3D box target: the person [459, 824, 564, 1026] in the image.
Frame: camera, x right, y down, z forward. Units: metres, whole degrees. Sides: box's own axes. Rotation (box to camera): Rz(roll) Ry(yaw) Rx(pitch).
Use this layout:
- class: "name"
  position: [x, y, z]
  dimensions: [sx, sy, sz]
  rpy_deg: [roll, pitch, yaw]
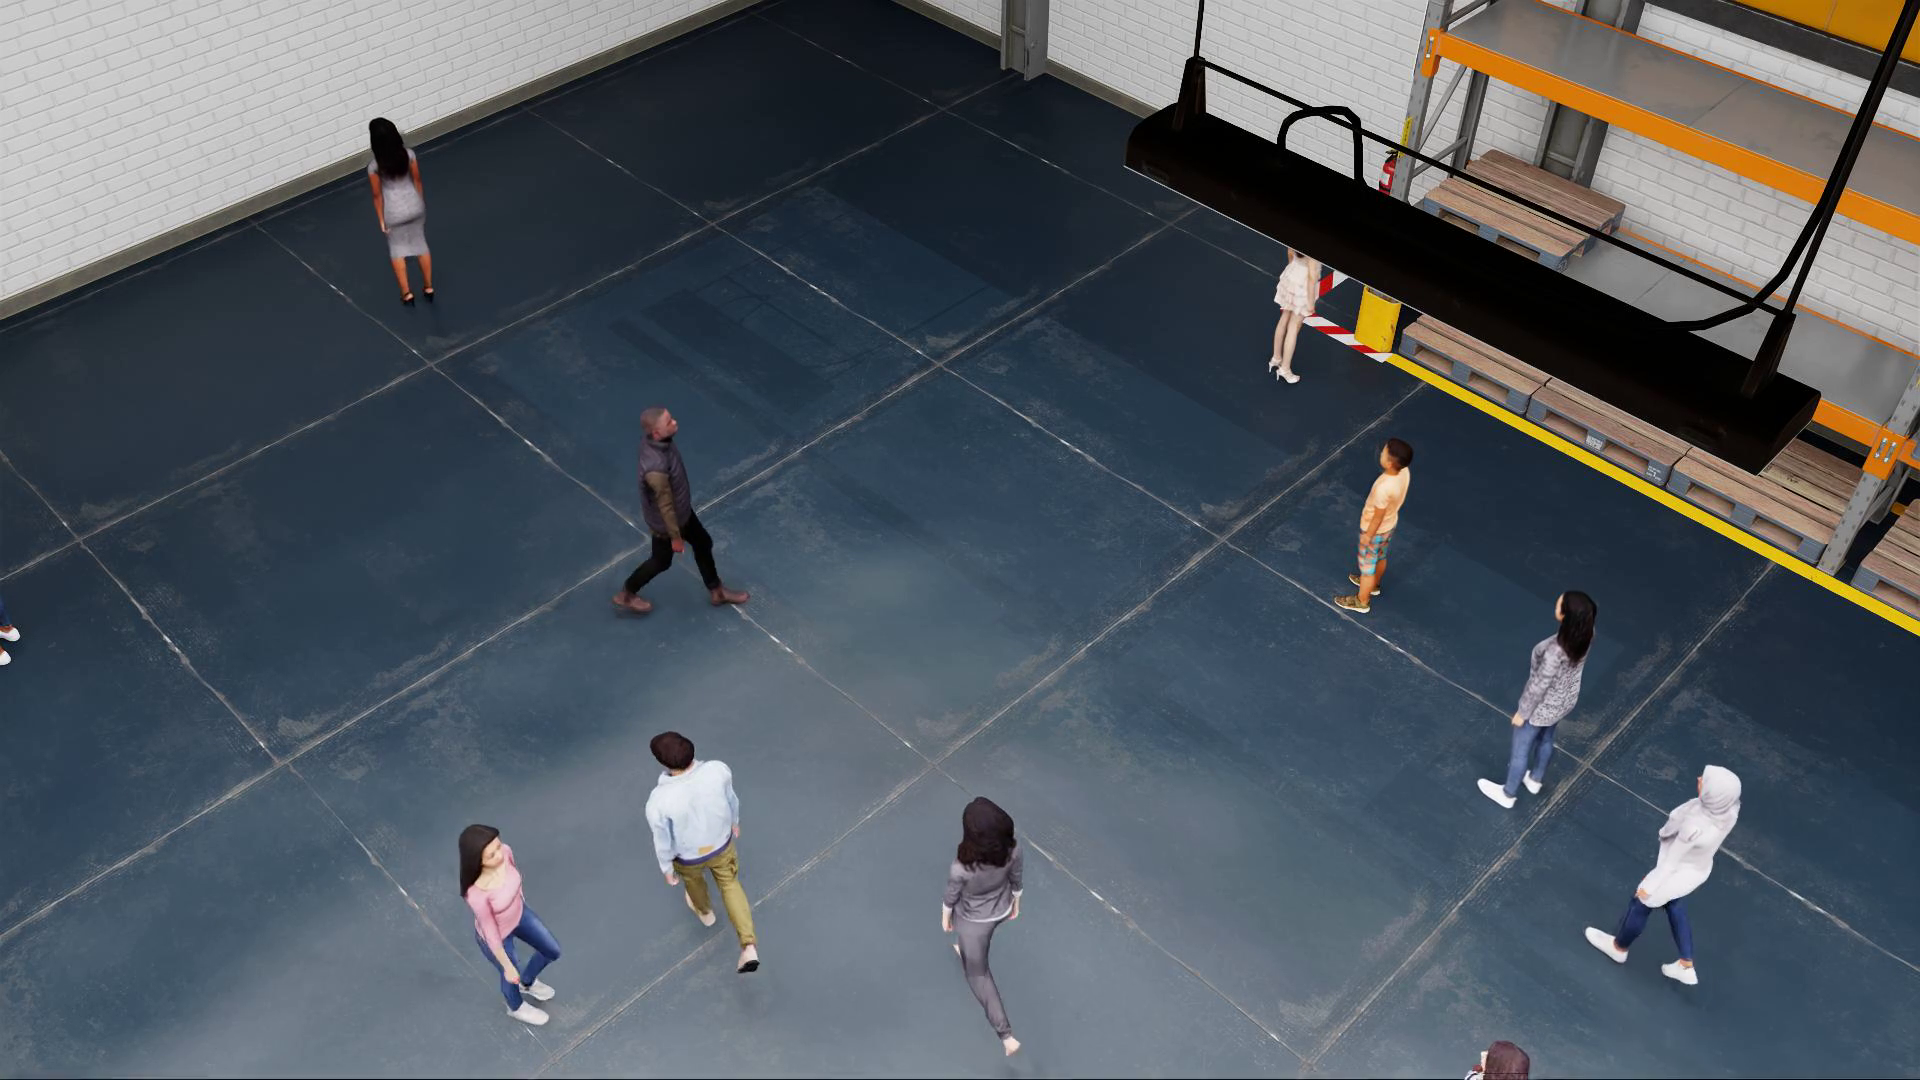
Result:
- class: "person"
  position: [-2.503, 2.059, 8.909]
  dimensions: [0.734, 1.734, 0.699]
  rpy_deg: [13, 45, 13]

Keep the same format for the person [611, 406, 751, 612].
- class: "person"
  position: [-2.036, -0.145, 11.177]
  dimensions: [1.254, 1.796, 1.217]
  rpy_deg: [-2, 44, -2]

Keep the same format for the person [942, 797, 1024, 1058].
- class: "person"
  position: [0.172, 2.067, 8.905]
  dimensions: [0.839, 1.728, 1.171]
  rpy_deg: [-19, 47, -18]

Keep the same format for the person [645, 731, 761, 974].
- class: "person"
  position: [-1.398, 1.743, 9.206]
  dimensions: [0.853, 1.780, 1.151]
  rpy_deg: [-22, 48, -21]

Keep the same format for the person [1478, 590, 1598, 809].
- class: "person"
  position: [3.557, 0.971, 10.052]
  dimensions: [0.639, 1.732, 0.571]
  rpy_deg: [-28, 50, -26]

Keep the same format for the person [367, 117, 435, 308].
- class: "person"
  position: [-4.604, -2.698, 13.870]
  dimensions: [0.636, 1.779, 0.619]
  rpy_deg: [-27, 50, -25]

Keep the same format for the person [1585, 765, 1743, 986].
- class: "person"
  position: [3.983, 1.848, 9.106]
  dimensions: [0.740, 1.768, 0.919]
  rpy_deg: [-25, 49, -24]

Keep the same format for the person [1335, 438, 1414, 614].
- class: "person"
  position: [2.876, -0.113, 11.386]
  dimensions: [0.546, 1.461, 0.557]
  rpy_deg: [24, 49, 24]

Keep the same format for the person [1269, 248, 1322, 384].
- class: "person"
  position: [2.667, -1.997, 13.165]
  dimensions: [0.713, 1.736, 0.607]
  rpy_deg: [-11, 45, -12]
